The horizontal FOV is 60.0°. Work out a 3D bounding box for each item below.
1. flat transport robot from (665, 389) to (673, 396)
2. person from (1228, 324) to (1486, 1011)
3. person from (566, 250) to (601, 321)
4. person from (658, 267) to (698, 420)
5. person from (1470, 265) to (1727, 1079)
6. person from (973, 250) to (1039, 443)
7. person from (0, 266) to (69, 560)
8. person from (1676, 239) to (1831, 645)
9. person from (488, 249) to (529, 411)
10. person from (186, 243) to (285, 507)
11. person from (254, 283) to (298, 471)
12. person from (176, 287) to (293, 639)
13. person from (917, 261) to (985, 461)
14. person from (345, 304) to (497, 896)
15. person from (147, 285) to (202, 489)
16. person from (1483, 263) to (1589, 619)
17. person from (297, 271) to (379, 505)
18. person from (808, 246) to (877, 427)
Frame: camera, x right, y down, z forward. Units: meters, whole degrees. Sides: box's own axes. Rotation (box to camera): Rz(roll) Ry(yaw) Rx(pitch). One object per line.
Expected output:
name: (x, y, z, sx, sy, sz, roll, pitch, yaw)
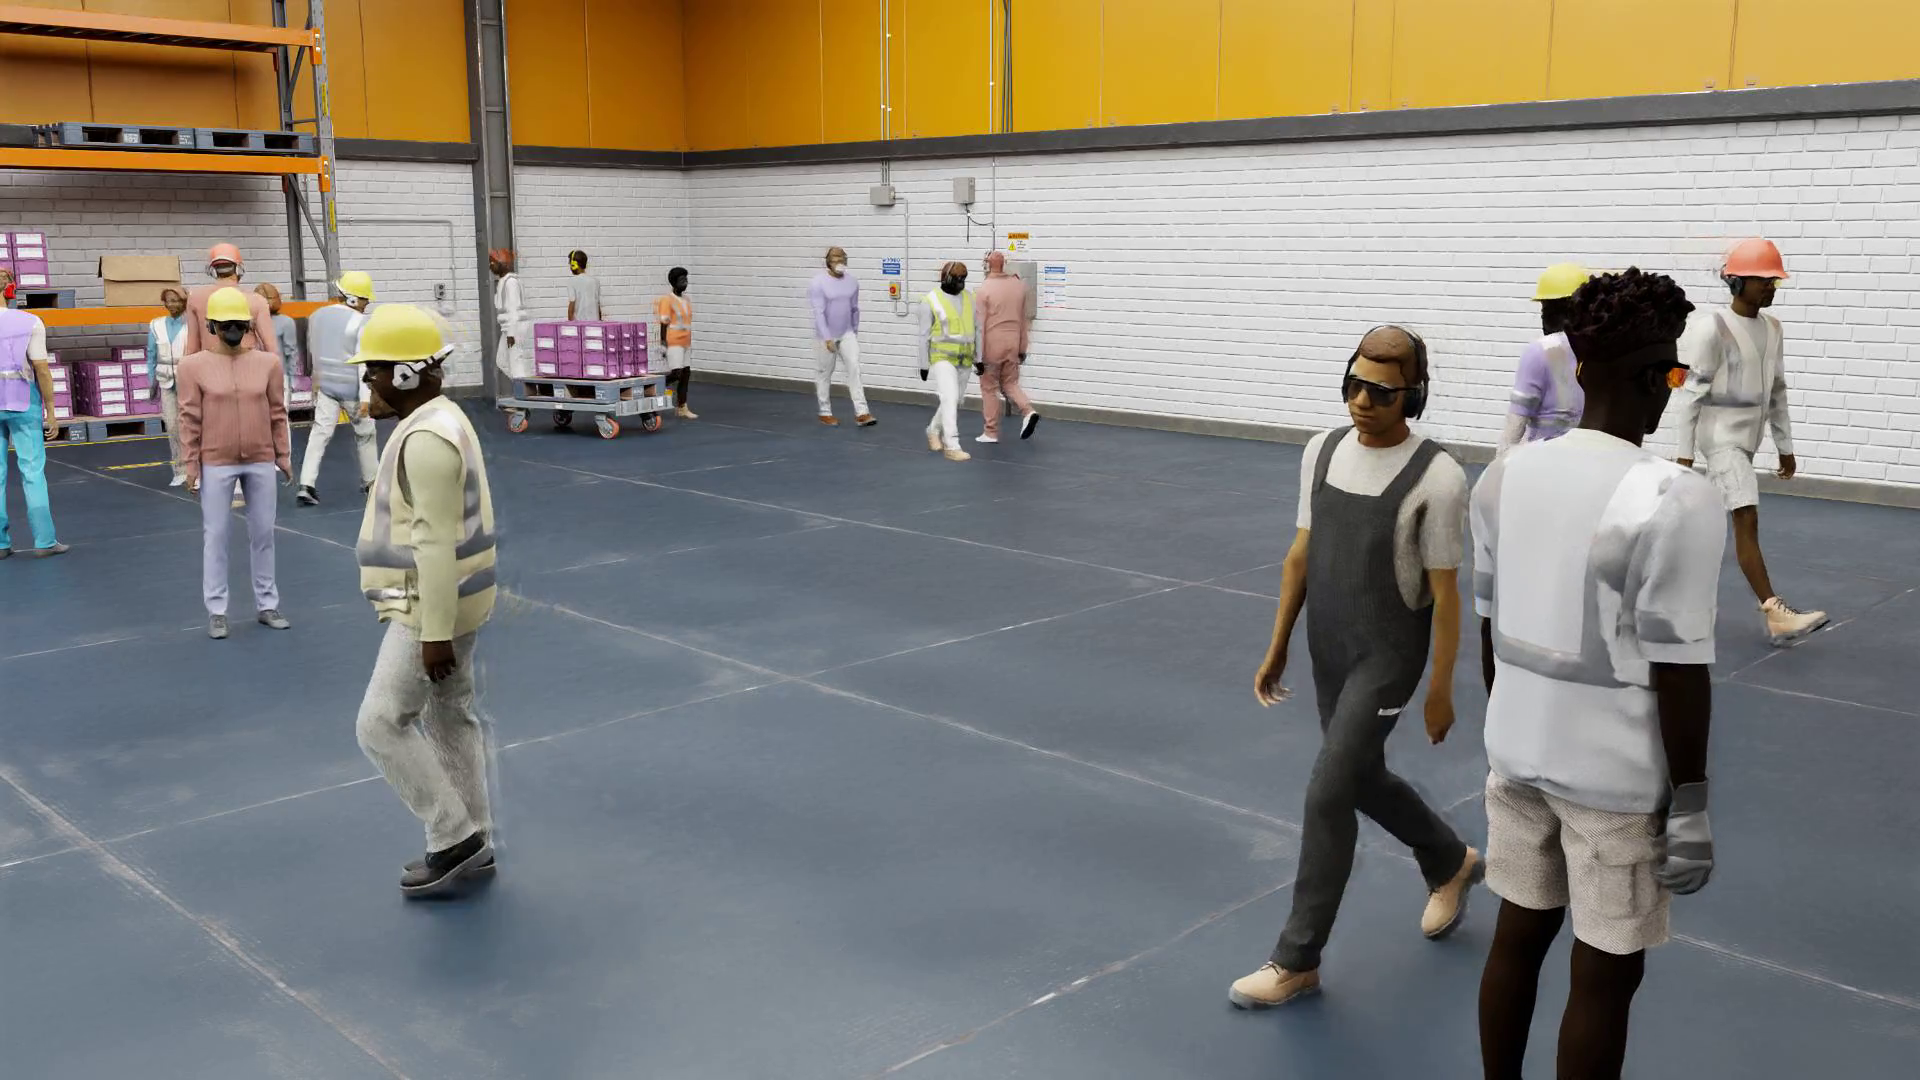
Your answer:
flat transport robot: (-4.217, -1.796, 20.168, 0.652, 0.197, 1.431, 7, 12, 33)
person: (1.146, 0.317, 4.472, 0.915, 1.810, 0.525, -6, 12, -29)
person: (-4.368, -2.439, 19.354, 0.376, 1.849, 0.548, 9, 14, 42)
person: (-3.179, -2.152, 18.223, 0.512, 1.678, 0.550, 4, 11, 22)
person: (1.273, 0.441, 3.359, 0.388, 1.964, 0.608, -4, 11, -21)
person: (0.440, -1.858, 16.117, 0.659, 1.885, 0.613, -9, 14, -40)
person: (-5.938, -0.783, 10.363, 0.564, 1.839, 0.390, -2, 11, -10)
person: (3.970, -0.486, 8.316, 0.634, 1.991, 1.012, -6, 12, -32)
person: (-5.183, -2.416, 19.176, 0.410, 1.868, 0.620, -5, 11, -25)
person: (-5.470, -1.267, 12.685, 0.666, 1.948, 0.937, 0, 10, 0)
person: (-5.948, -1.413, 14.392, 0.517, 1.616, 0.394, 2, 11, 11)
person: (-3.646, -0.387, 8.409, 0.532, 1.765, 0.330, -8, 13, -37)
person: (-0.123, -1.656, 15.255, 0.615, 1.805, 0.855, -8, 13, -37)
person: (-1.636, 0.197, 5.077, 0.442, 1.814, 0.630, -2, 11, -13)
person: (-6.241, -1.224, 13.354, 0.517, 1.651, 0.319, 1, 10, 4)
person: (2.781, -0.364, 7.968, 0.596, 1.886, 0.917, -6, 12, -32)
person: (-4.697, -1.145, 12.595, 0.652, 1.771, 0.936, 3, 11, 17)
person: (-1.239, -2.102, 17.394, 0.636, 1.892, 0.972, -7, 12, -33)
